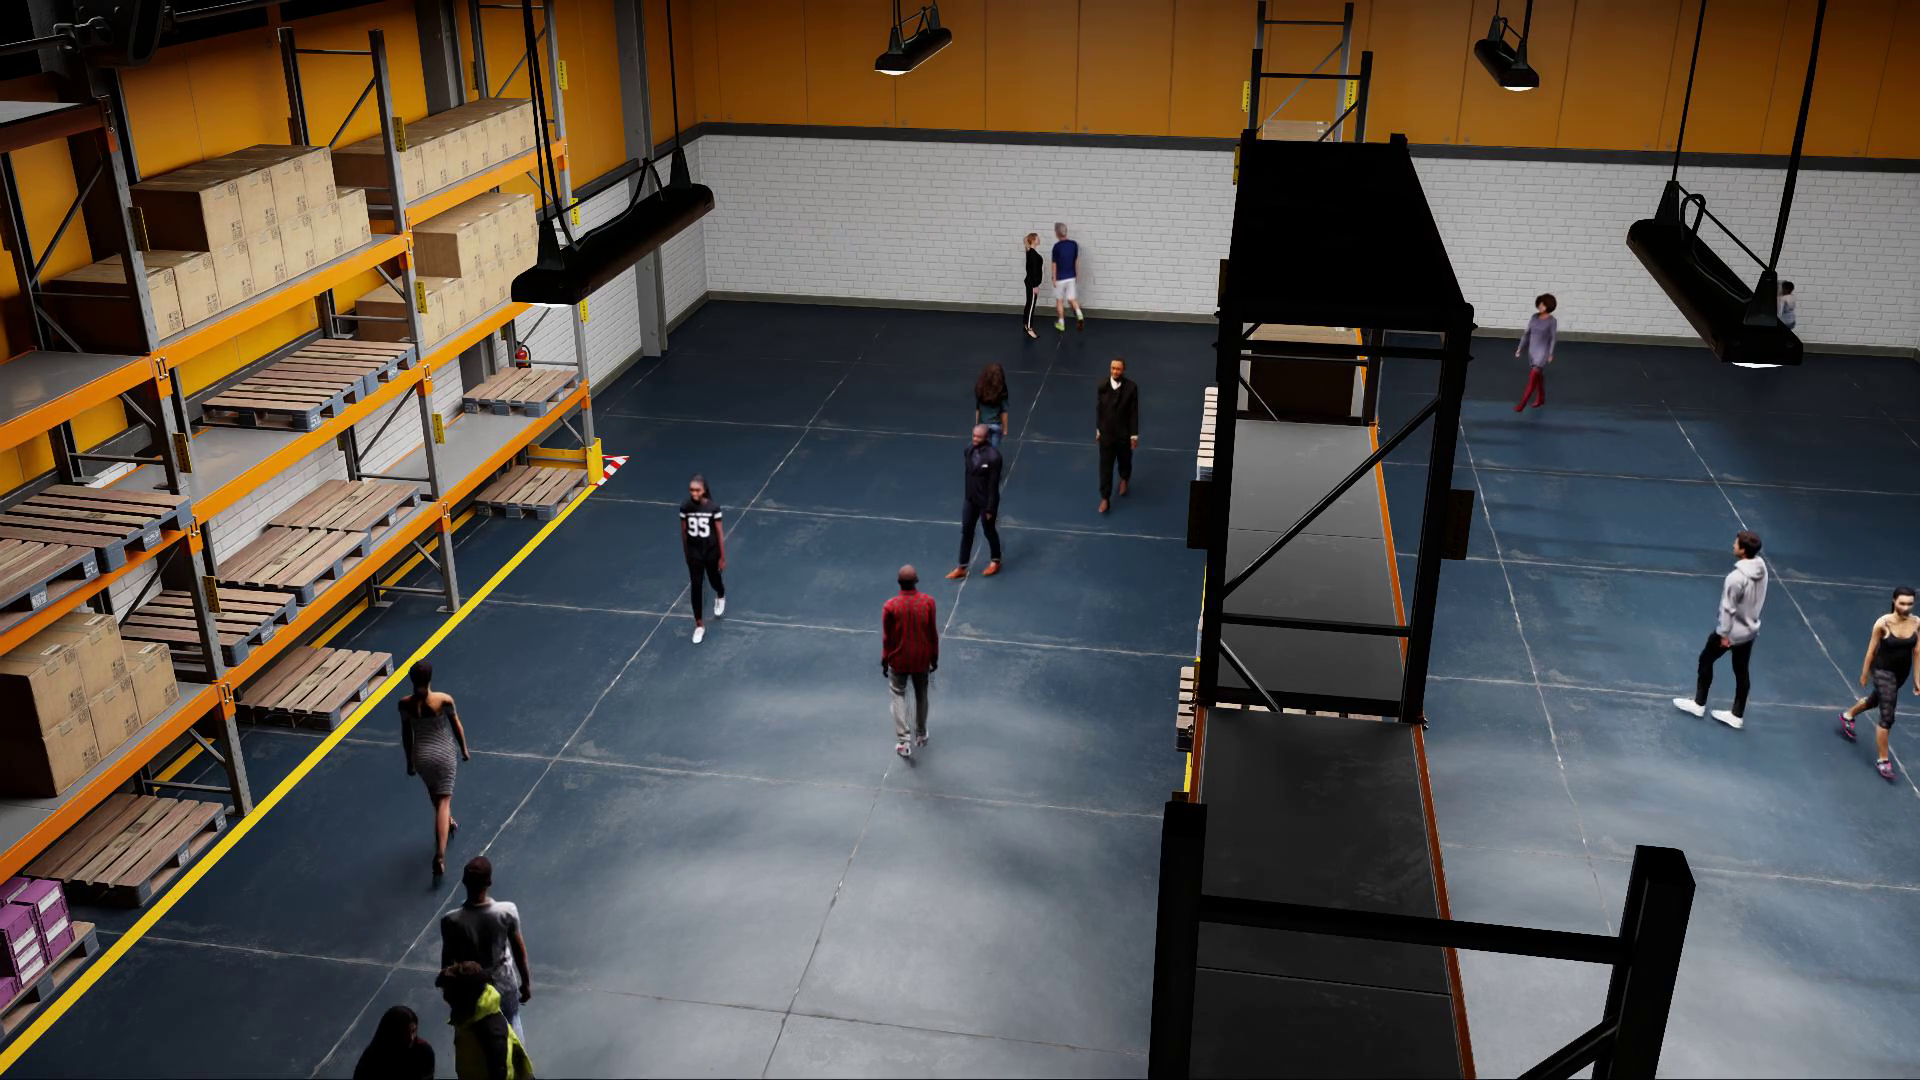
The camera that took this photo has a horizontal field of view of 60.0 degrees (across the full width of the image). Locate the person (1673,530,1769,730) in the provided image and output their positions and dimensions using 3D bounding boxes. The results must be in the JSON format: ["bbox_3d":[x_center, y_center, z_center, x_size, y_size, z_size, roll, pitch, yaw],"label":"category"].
[{"bbox_3d":[7.211,0.857,15.233,0.945,1.905,1.013,-13,27,-28],"label":"person"}]

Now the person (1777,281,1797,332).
[{"bbox_3d":[12.748,-3.370,25.731,0.679,1.241,0.694,-9,25,-20],"label":"person"}]

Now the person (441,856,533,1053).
[{"bbox_3d":[-3.001,2.913,10.613,0.813,1.837,0.849,-11,26,-24],"label":"person"}]

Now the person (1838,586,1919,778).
[{"bbox_3d":[8.206,1.171,14.794,0.761,1.680,1.209,-2,24,-4],"label":"person"}]

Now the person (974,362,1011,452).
[{"bbox_3d":[0.371,-1.426,20.823,0.589,1.610,0.688,5,24,10],"label":"person"}]

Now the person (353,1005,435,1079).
[{"bbox_3d":[-3.322,3.396,9.811,1.007,1.595,1.205,-6,24,-14],"label":"person"}]

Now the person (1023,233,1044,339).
[{"bbox_3d":[1.156,-4.118,26.861,0.745,1.707,0.603,-4,24,-10],"label":"person"}]

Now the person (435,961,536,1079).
[{"bbox_3d":[-2.582,3.253,9.728,1.422,1.924,1.260,-21,31,-40],"label":"person"}]

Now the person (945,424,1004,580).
[{"bbox_3d":[0.295,-0.437,18.329,1.034,1.795,1.145,21,31,40],"label":"person"}]

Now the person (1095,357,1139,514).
[{"bbox_3d":[1.935,-1.329,20.285,0.817,1.863,1.300,7,25,16],"label":"person"}]

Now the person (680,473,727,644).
[{"bbox_3d":[-2.602,0.128,17.142,0.667,1.711,1.067,2,24,4],"label":"person"}]

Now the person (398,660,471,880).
[{"bbox_3d":[-4.169,1.830,13.168,0.816,1.775,1.151,-2,24,-5],"label":"person"}]

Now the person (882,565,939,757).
[{"bbox_3d":[-0.449,1.050,14.866,0.794,1.845,0.836,-4,24,-9],"label":"person"}]

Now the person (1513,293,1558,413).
[{"bbox_3d":[8.248,-2.656,23.546,1.049,1.682,1.008,-14,27,-29],"label":"person"}]

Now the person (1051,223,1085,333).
[{"bbox_3d":[1.730,-4.210,26.952,0.991,1.802,1.147,-8,25,-17],"label":"person"}]
